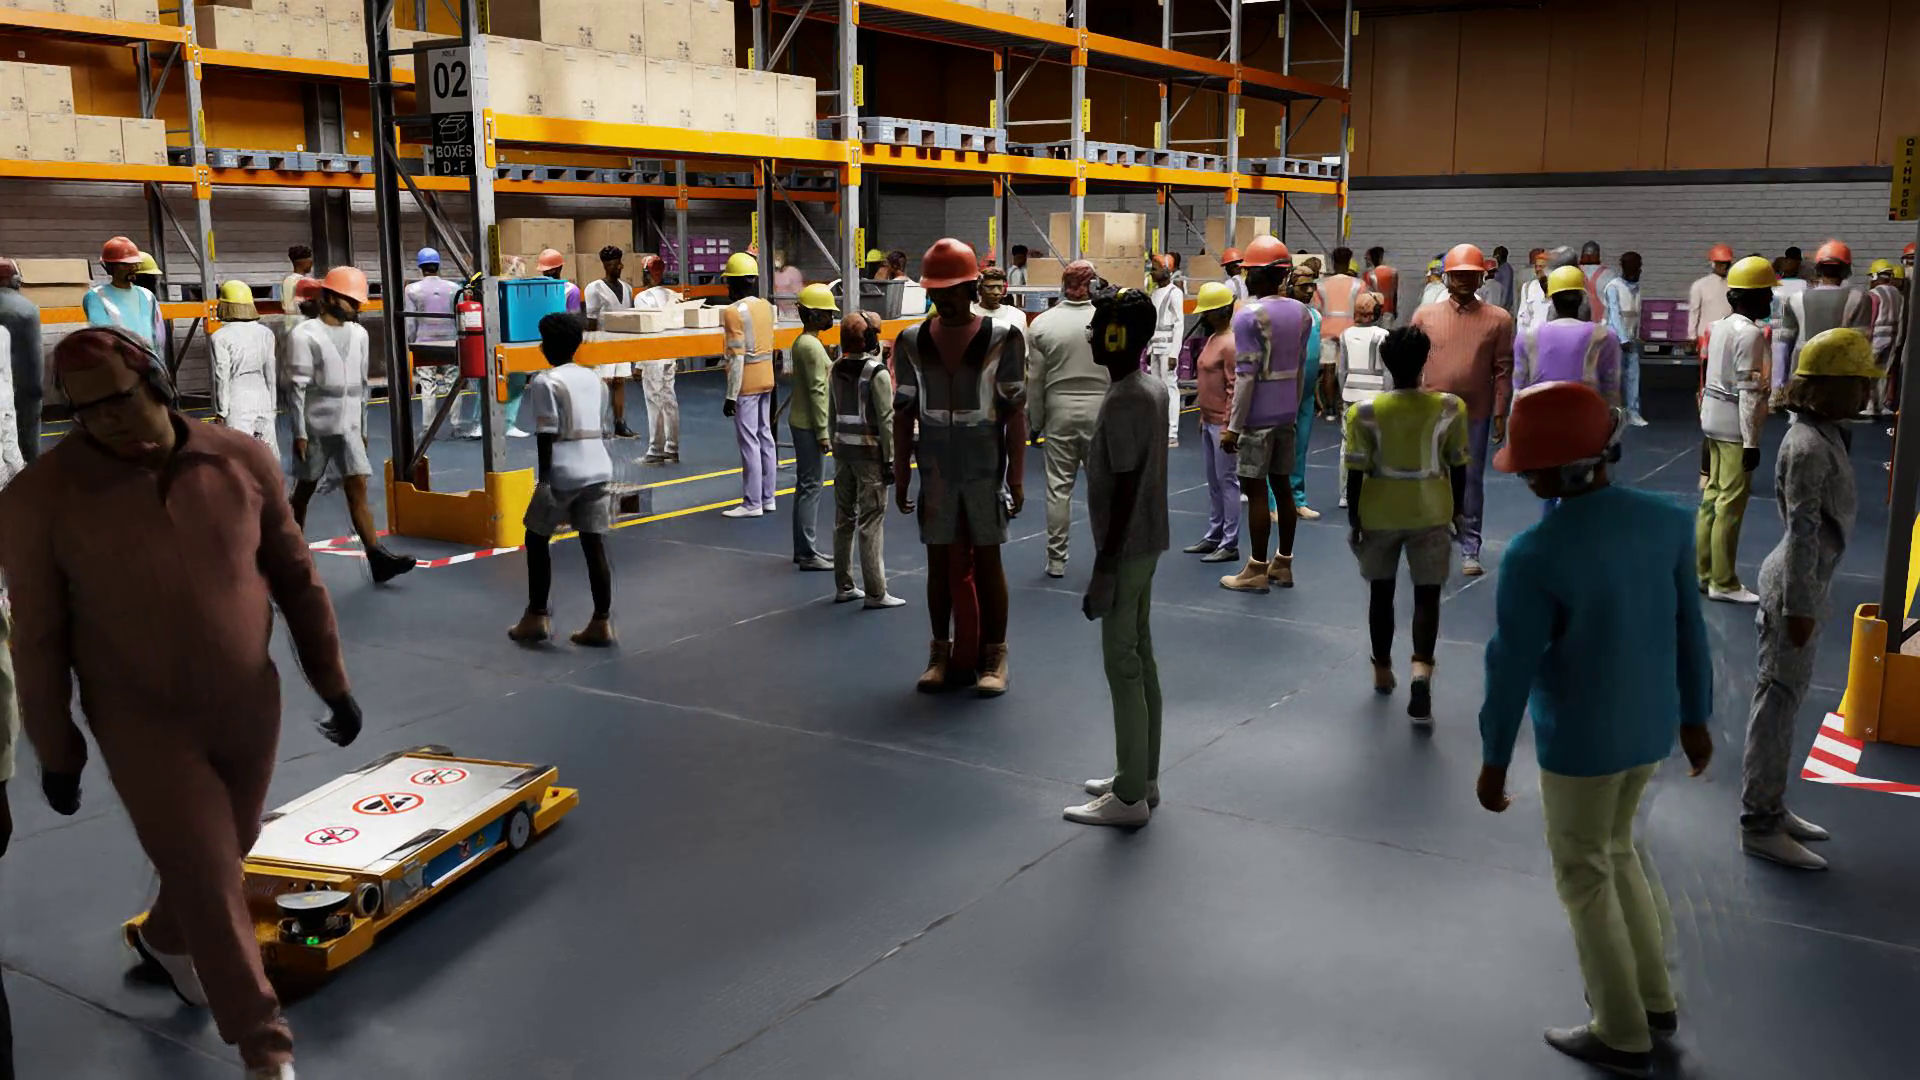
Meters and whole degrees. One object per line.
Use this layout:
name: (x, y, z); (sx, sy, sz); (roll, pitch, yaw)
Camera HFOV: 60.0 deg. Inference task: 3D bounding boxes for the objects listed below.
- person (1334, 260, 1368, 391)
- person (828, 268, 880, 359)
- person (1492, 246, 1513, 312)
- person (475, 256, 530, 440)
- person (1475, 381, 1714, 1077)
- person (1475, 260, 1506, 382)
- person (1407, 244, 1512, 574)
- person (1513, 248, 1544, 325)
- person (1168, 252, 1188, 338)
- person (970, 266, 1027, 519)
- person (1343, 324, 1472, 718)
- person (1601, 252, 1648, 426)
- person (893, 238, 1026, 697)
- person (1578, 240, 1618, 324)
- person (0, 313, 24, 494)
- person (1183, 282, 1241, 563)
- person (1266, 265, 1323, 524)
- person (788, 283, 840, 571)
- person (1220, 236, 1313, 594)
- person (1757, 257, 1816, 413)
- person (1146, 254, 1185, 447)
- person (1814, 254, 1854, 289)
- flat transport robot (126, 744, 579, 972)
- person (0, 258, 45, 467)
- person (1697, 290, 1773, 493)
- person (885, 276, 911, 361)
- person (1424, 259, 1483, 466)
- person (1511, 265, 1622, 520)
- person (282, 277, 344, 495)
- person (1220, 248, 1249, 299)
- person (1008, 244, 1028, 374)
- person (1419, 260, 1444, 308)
person: (5.111, -2.803, 21.949); (0.542, 1.753, 0.375); (4, 11, 21)
person: (-1.156, -2.181, 18.098); (0.593, 1.909, 0.409); (-4, 11, -21)
person: (8.746, -3.779, 26.889); (0.365, 1.931, 0.635); (2, 10, 12)
person: (-4.646, -1.954, 16.966); (0.414, 1.867, 0.810); (5, 11, 25)
person: (1.524, 0.462, 4.014); (0.626, 1.695, 0.401); (-6, 12, -30)
person: (7.478, -3.103, 23.655); (0.561, 1.744, 0.343); (-6, 12, -29)
person: (3.009, -0.786, 10.106); (0.620, 1.997, 0.372); (3, 11, 17)
person: (8.289, -3.252, 24.021); (0.401, 1.910, 0.640); (-6, 12, -28)
person: (3.312, -3.472, 25.419); (0.394, 1.841, 0.564); (0, 10, 2)
person: (0.207, -1.067, 12.117); (0.561, 1.836, 0.395); (-2, 10, -10)
person: (1.913, -0.092, 7.162); (0.540, 1.672, 0.775); (3, 11, 14)
person: (7.235, -2.182, 18.132); (0.592, 1.897, 0.472); (-7, 12, -33)
person: (-0.013, -0.311, 7.398); (0.613, 2.029, 0.409); (3, 11, 15)
person: (8.044, -2.827, 21.294); (0.711, 2.000, 0.661); (4, 11, 22)
person: (-6.872, -0.955, 11.746); (0.307, 1.743, 0.494); (0, 10, 1)
person: (1.615, -0.737, 10.503); (0.327, 1.760, 0.524); (-2, 10, -9)
person: (2.400, -1.039, 11.929); (0.512, 1.845, 0.340); (-7, 12, -35)
person: (-0.890, -0.689, 10.243); (0.332, 1.760, 0.526); (-3, 11, -14)
person: (1.738, -0.712, 9.567); (0.605, 2.045, 0.376); (-9, 14, -41)
person: (9.568, -2.348, 19.265); (0.641, 1.826, 0.662); (2, 10, 12)
person: (1.983, -1.843, 16.281); (0.356, 1.883, 0.573); (-3, 11, -18)
person: (11.014, -2.688, 20.898); (0.839, 1.900, 0.569); (-3, 11, -17)
flat transport robot: (-1.844, 0.952, 5.261); (0.652, 0.197, 1.431); (3, 11, 15)
person: (-7.675, -1.316, 13.360); (0.646, 1.885, 0.674); (0, 10, 1)
person: (6.205, -1.215, 13.333); (0.532, 1.691, 0.318); (7, 12, 34)
person: (-1.086, -3.856, 27.804); (0.564, 1.747, 0.339); (-1, 10, -4)
person: (4.420, -1.599, 14.964); (0.364, 1.879, 0.579); (-5, 11, -26)
person: (3.529, -0.661, 9.718); (0.612, 1.881, 0.959); (6, 12, 29)
person: (-5.116, -1.215, 13.215); (0.571, 1.730, 0.431); (8, 13, 39)
person: (3.216, -2.463, 19.590); (0.370, 1.928, 0.543); (8, 13, 36)
person: (0.860, -3.490, 25.231); (0.373, 1.948, 0.606); (-2, 10, -10)
person: (5.747, -2.509, 20.276); (0.406, 1.786, 0.725); (7, 13, 36)
